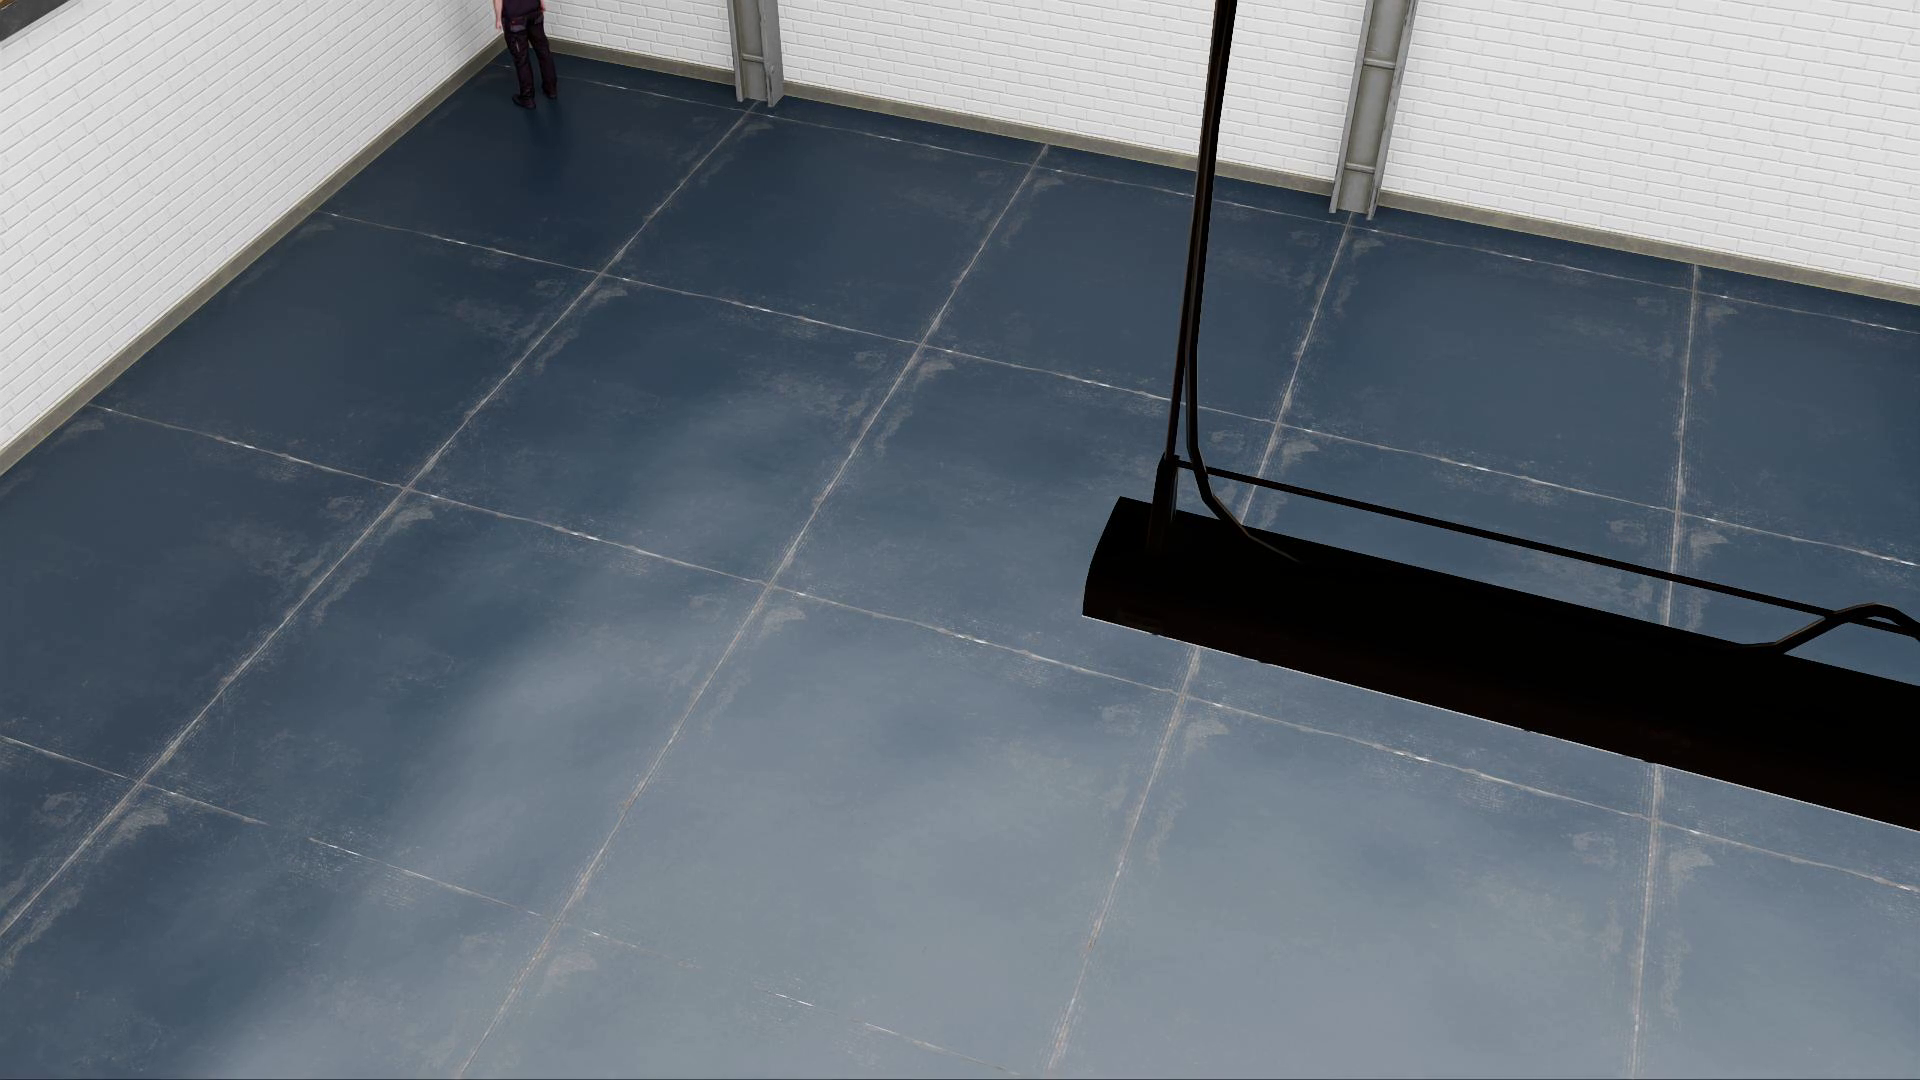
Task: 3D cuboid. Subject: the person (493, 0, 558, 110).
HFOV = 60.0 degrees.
[{"bbox_3d":[-4.246,-5.105,16.123,0.797,1.846,0.762,-34,53,-30],"label":"person"}]
